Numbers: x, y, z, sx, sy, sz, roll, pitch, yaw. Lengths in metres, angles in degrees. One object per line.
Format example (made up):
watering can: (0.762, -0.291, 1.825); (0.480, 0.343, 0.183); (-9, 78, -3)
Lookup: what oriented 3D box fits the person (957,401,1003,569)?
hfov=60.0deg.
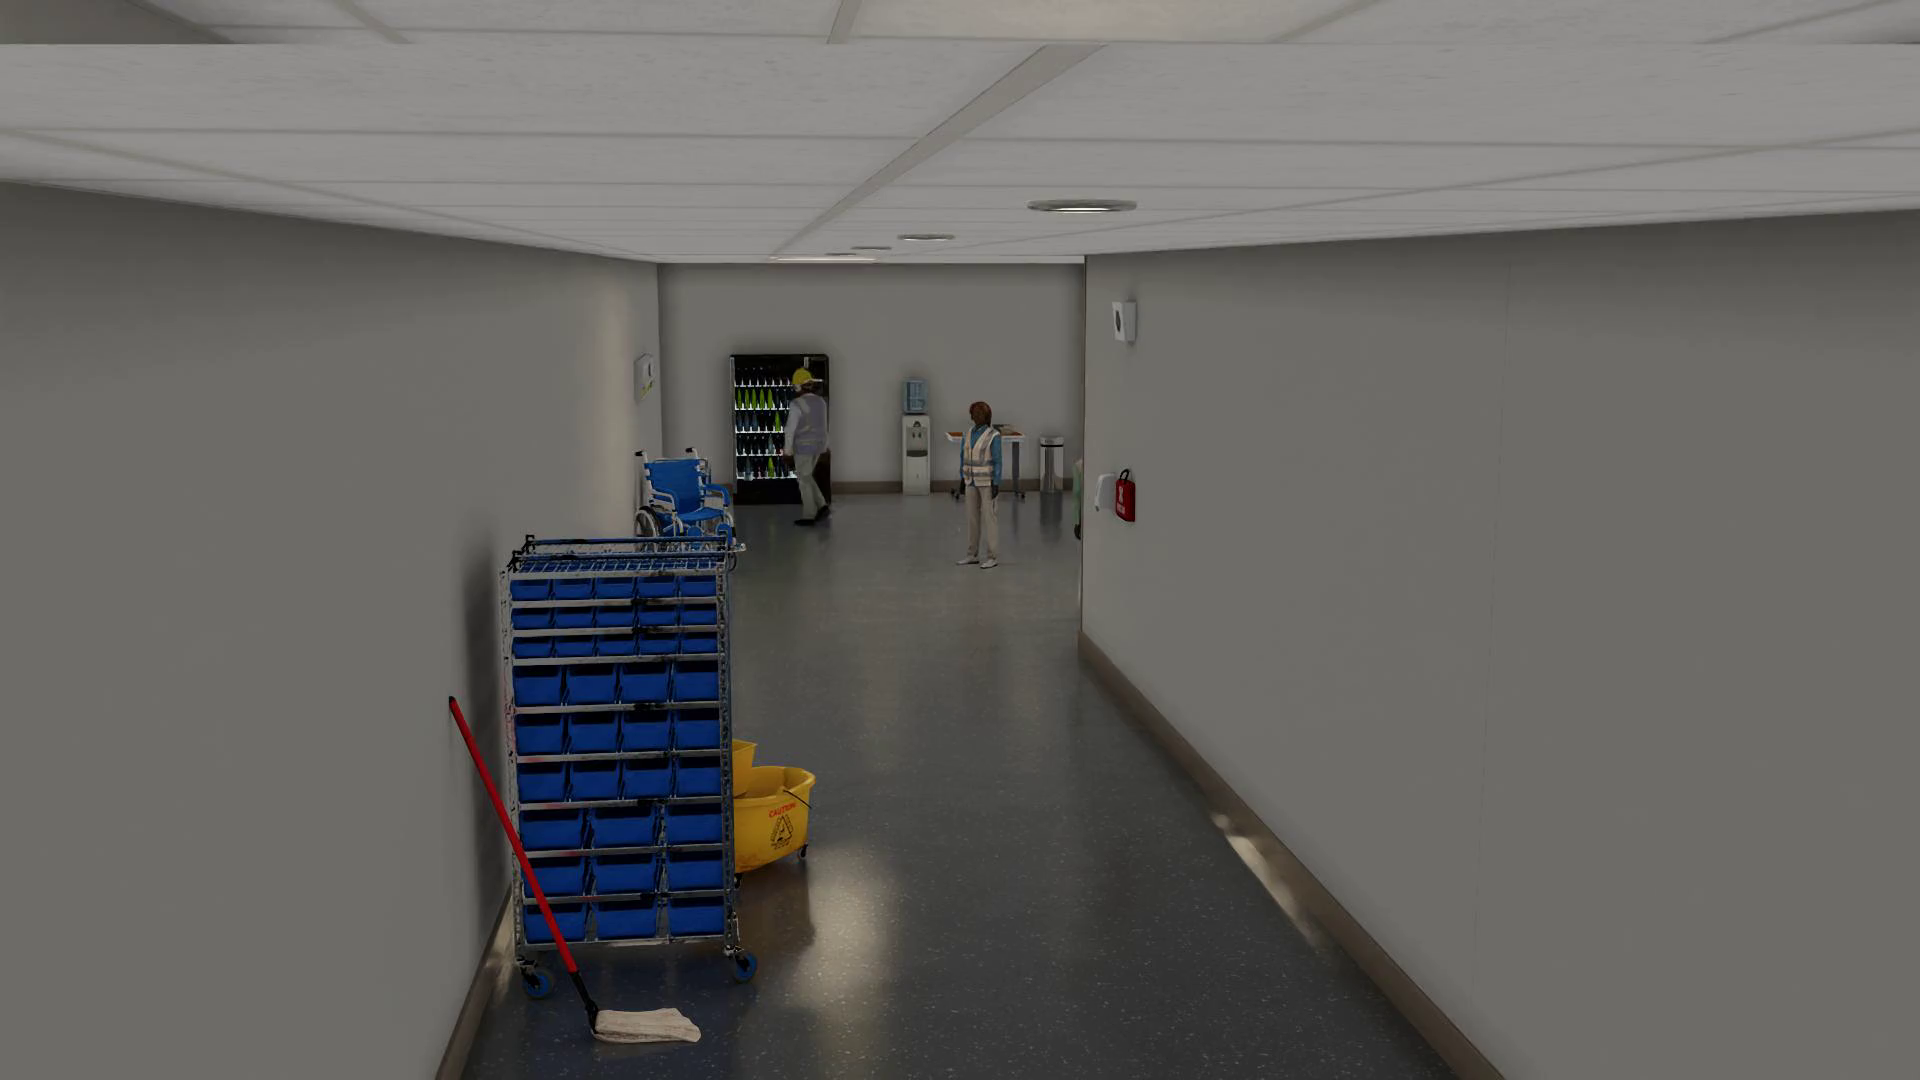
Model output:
person: (0.200, -0.547, 16.367); (0.522, 1.645, 0.306); (8, 12, 43)

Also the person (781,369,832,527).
person: (-1.757, -1.039, 18.935); (0.417, 1.812, 0.588); (5, 10, 29)
